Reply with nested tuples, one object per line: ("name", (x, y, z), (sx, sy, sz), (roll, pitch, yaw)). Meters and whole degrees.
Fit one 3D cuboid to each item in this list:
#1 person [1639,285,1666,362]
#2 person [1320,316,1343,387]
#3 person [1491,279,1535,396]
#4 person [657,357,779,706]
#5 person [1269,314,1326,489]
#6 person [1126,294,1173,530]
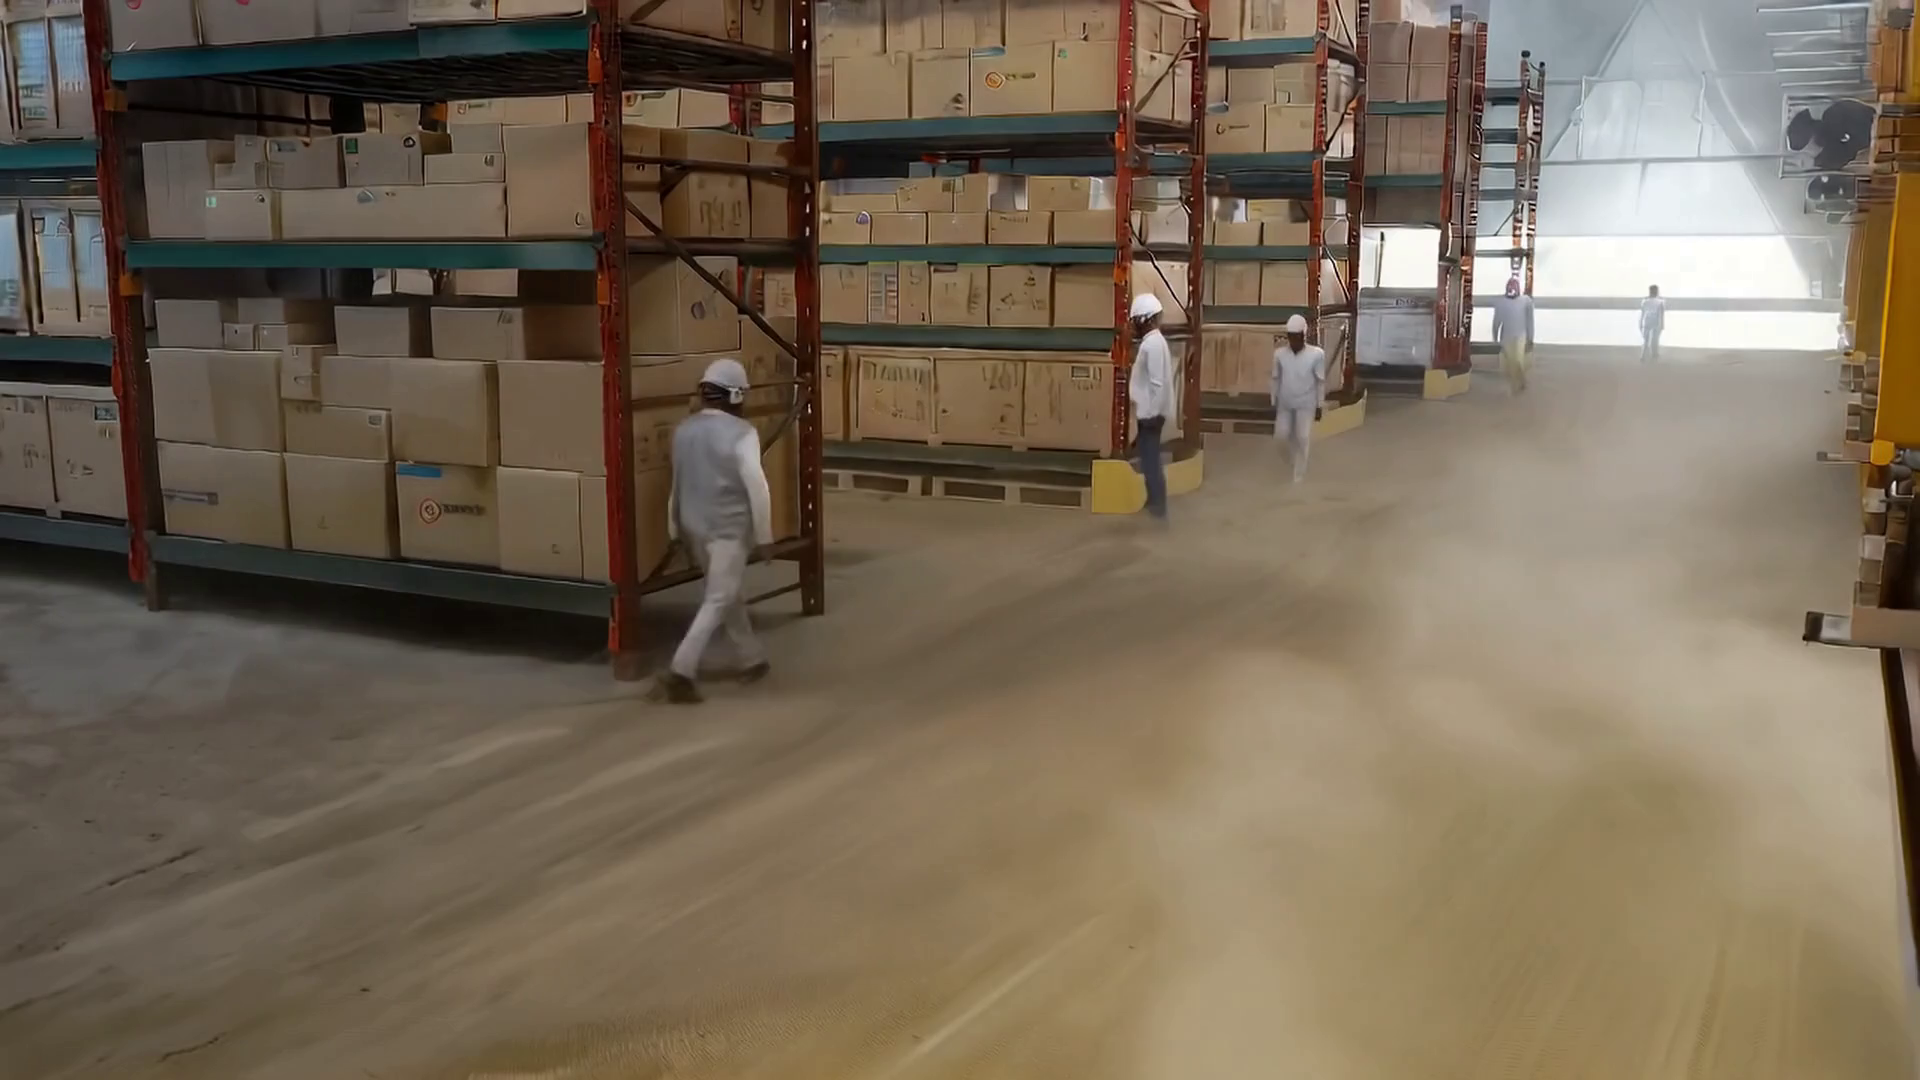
("person", (14.771, -4.608, 35.512), (0.524, 1.639, 0.306), (6, 11, 29))
("person", (5.866, -3.027, 26.121), (0.813, 1.707, 0.513), (4, 11, 22))
("person", (9.027, -3.307, 27.203), (0.656, 1.904, 0.809), (4, 11, 24))
("person", (-1.291, -0.058, 8.720), (0.608, 1.797, 0.888), (8, 13, 39))
("person", (3.328, -1.368, 16.474), (0.566, 1.737, 0.379), (4, 11, 22))
("person", (1.589, -1.079, 14.062), (0.401, 1.991, 0.623), (1, 10, 4))
